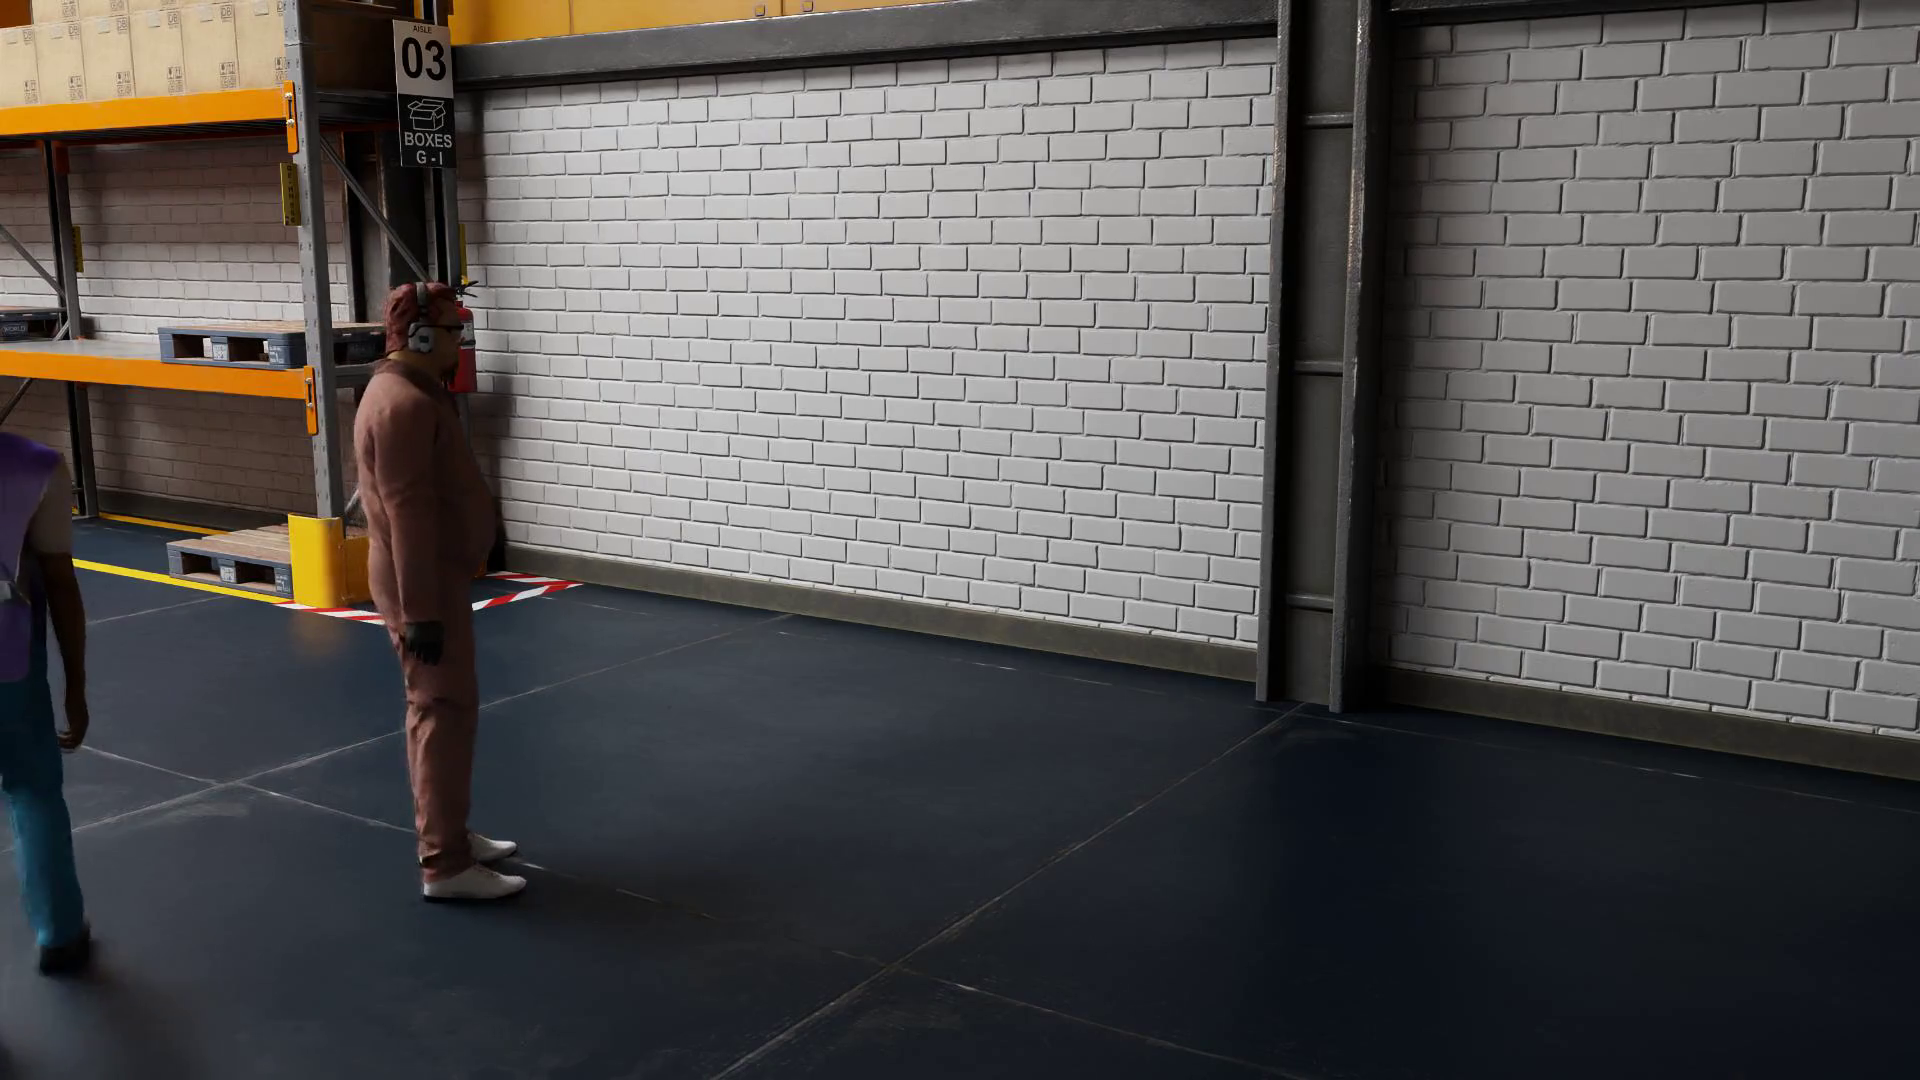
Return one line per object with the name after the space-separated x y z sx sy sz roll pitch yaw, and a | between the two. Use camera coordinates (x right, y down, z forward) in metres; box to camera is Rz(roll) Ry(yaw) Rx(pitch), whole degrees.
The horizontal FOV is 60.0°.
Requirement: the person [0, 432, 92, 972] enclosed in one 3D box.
-2.575 0.354 4.337 0.567 1.797 0.879 -4 11 -23 | person

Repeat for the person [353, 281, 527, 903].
-1.629 0.155 5.175 0.424 1.898 0.672 -3 11 -17 | person
